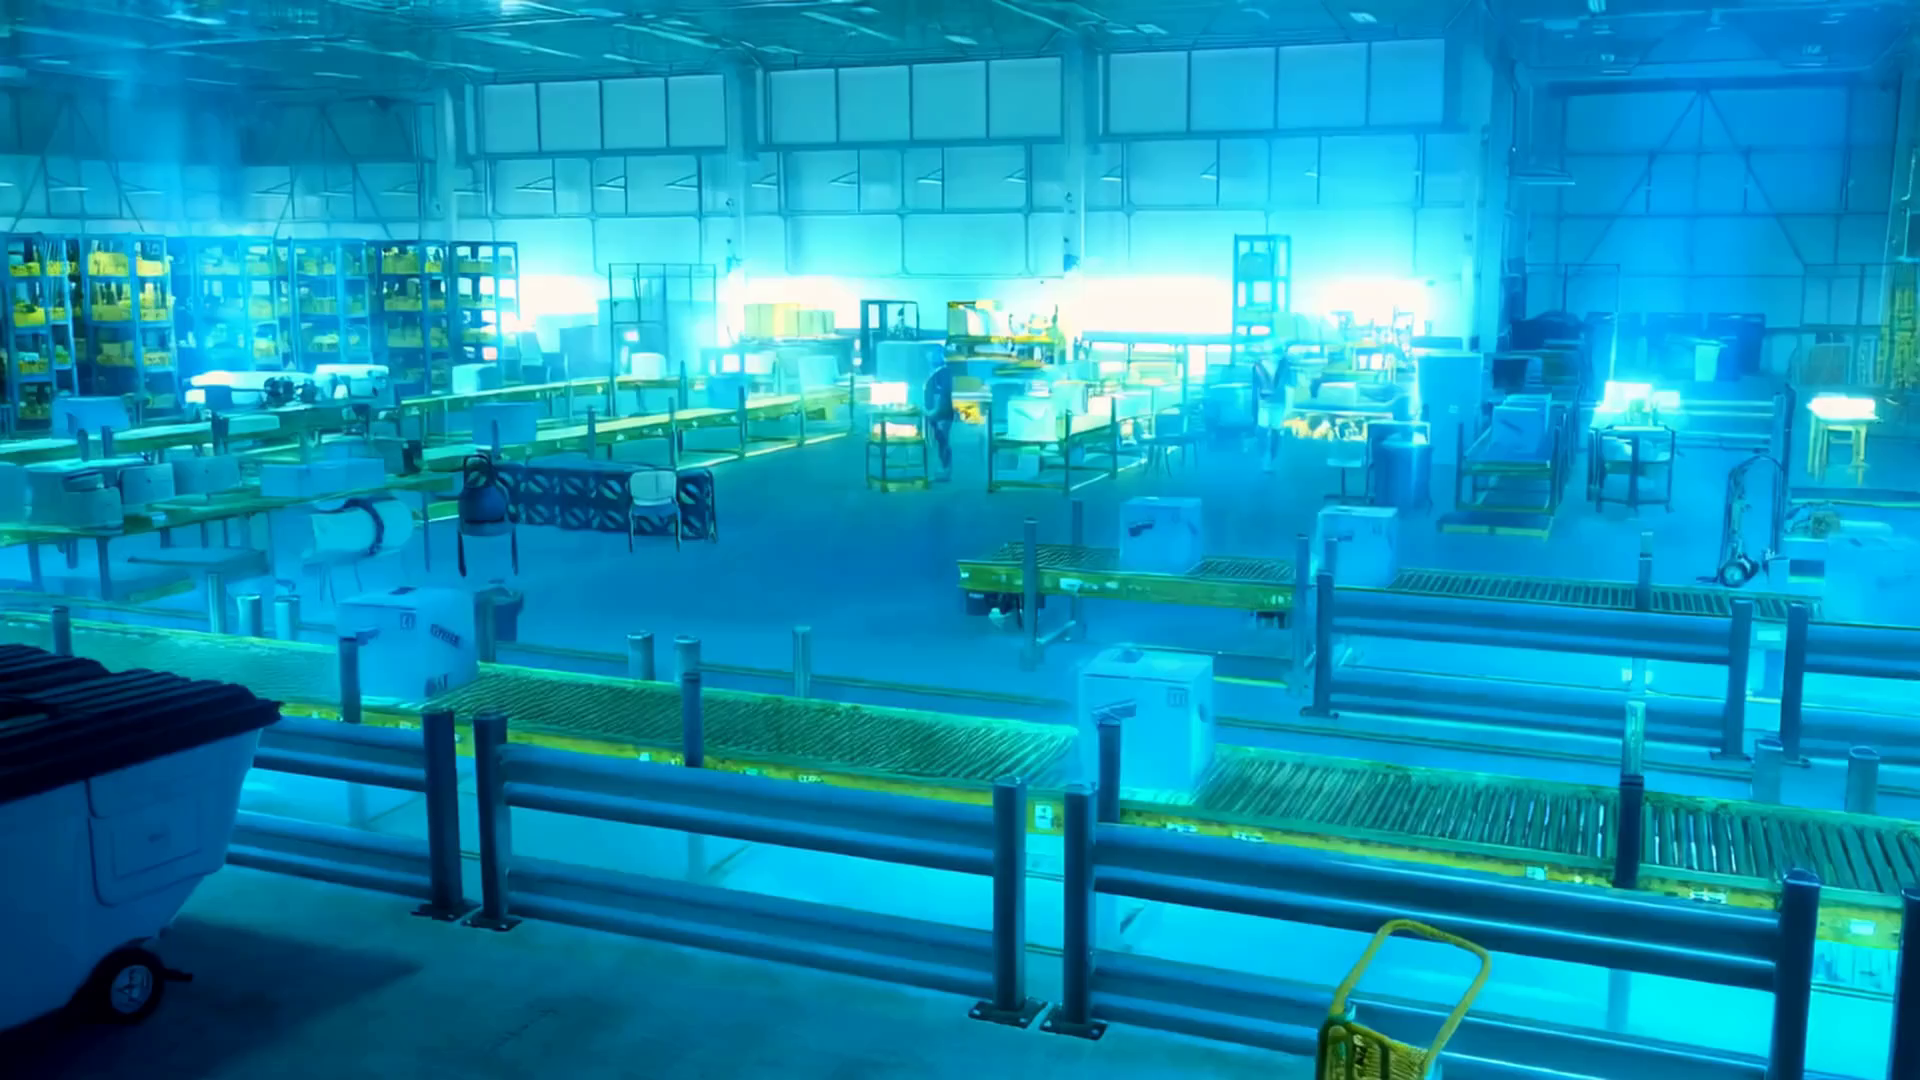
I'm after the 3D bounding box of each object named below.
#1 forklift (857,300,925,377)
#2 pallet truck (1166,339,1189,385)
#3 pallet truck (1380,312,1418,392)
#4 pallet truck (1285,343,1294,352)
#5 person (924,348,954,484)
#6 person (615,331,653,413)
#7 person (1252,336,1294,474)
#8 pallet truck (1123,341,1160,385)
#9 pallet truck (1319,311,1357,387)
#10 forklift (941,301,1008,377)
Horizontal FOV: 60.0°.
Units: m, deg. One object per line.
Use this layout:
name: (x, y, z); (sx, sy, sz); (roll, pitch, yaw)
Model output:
forklift: (-1.732, -5.109, 42.468); (1.157, 1.987, 2.680); (4, 10, 22)
pallet truck: (5.418, -4.269, 40.420); (0.704, 1.261, 1.522); (3, 10, 20)
pallet truck: (10.207, -4.283, 38.369); (0.823, 1.965, 1.885); (3, 10, 20)
pallet truck: (7.886, -4.163, 39.743); (0.653, 1.274, 1.630); (4, 10, 22)
person: (-0.307, -1.734, 23.246); (0.399, 1.900, 0.634); (-3, 10, -15)
person: (-6.849, -3.446, 34.185); (0.947, 1.703, 0.531); (-4, 10, -25)
person: (4.553, -1.963, 24.244); (0.607, 2.027, 0.420); (2, 10, 13)
pallet truck: (4.445, -4.380, 41.279); (0.680, 1.201, 1.601); (4, 10, 22)
pallet truck: (9.071, -4.419, 39.190); (0.823, 1.965, 1.885); (5, 10, 26)
forklift: (0.365, -4.966, 41.571); (1.157, 1.987, 2.680); (3, 10, 20)
